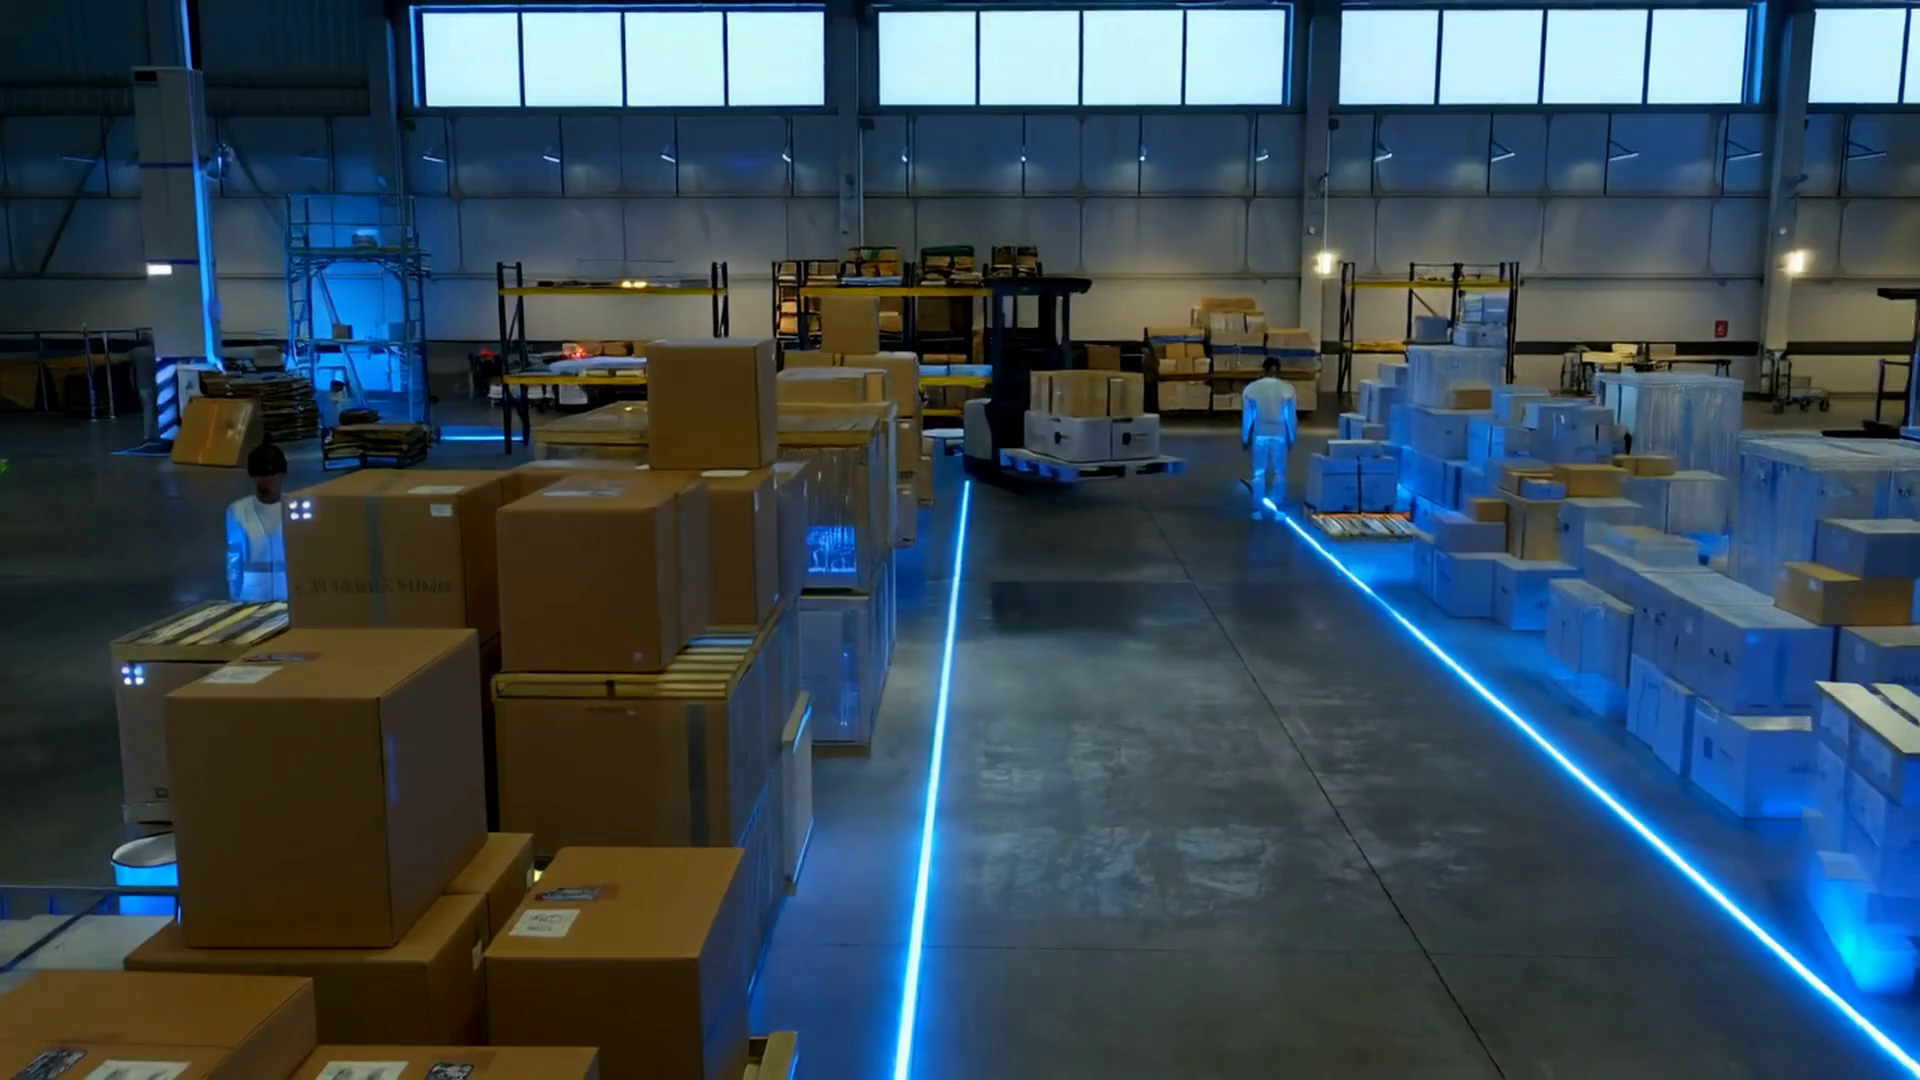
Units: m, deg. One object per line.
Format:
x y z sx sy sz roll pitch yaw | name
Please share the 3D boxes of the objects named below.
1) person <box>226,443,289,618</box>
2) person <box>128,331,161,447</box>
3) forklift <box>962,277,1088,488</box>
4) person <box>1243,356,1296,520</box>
-4.212 0.367 10.251 0.543 1.939 0.360 -3 10 -17 | person
-13.411 -2.515 27.663 0.634 1.883 1.031 0 9 2 | person
0.851 -2.225 22.962 1.129 2.768 1.873 -4 10 -23 | forklift
3.643 -1.198 19.625 0.627 1.941 0.370 2 10 9 | person
